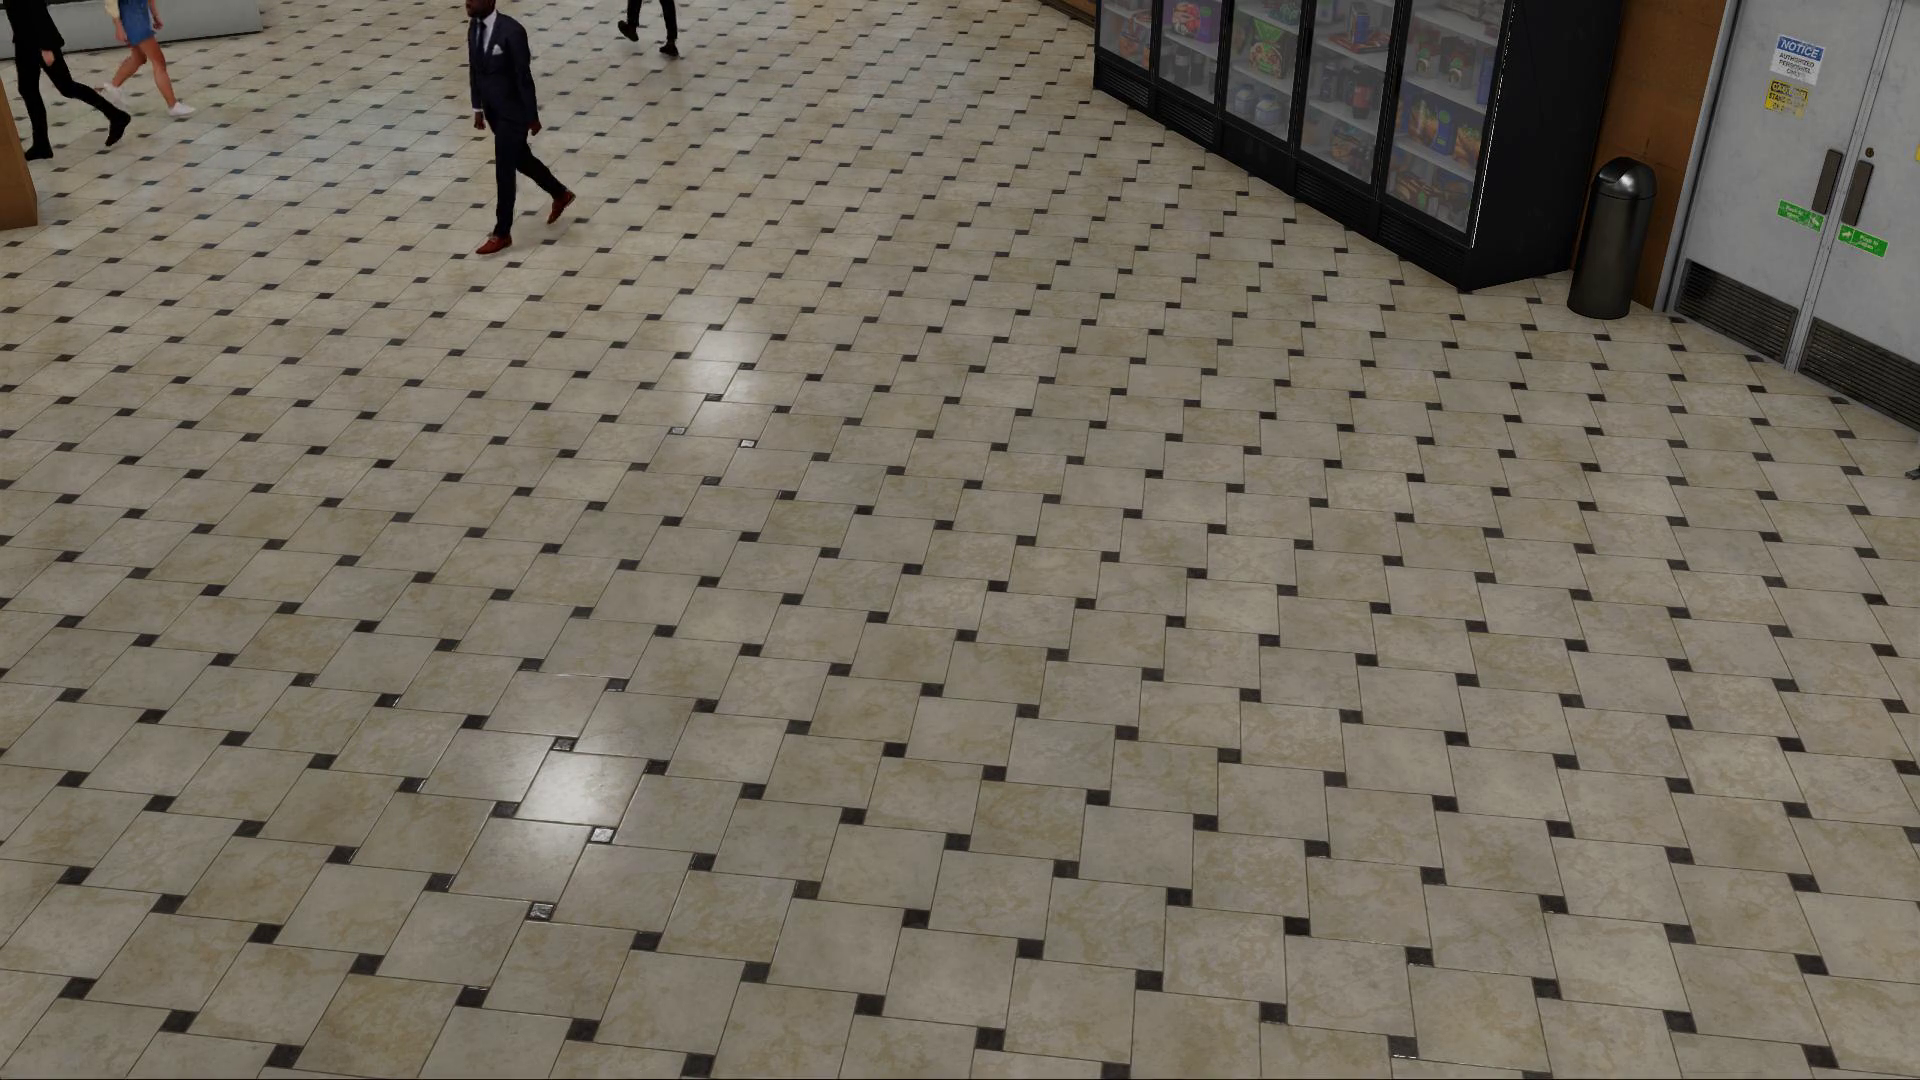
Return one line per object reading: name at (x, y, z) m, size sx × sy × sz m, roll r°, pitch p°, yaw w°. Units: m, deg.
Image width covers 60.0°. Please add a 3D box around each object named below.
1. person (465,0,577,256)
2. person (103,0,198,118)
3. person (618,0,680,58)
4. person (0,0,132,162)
person at (-3.032, -2.937, 11.414) m, size 1.037 × 1.796 × 1.295 m, roll 25°, pitch 40°, yaw 35°
person at (-6.924, -4.317, 13.812) m, size 1.183 × 1.606 × 1.026 m, roll 5°, pitch 32°, yaw 8°
person at (-2.807, -5.350, 15.312) m, size 1.152 × 1.775 × 0.881 m, roll -21°, pitch 37°, yaw -30°
person at (-7.058, -3.888, 12.882) m, size 0.994 × 1.861 × 1.279 m, roll 26°, pitch 40°, yaw 35°
